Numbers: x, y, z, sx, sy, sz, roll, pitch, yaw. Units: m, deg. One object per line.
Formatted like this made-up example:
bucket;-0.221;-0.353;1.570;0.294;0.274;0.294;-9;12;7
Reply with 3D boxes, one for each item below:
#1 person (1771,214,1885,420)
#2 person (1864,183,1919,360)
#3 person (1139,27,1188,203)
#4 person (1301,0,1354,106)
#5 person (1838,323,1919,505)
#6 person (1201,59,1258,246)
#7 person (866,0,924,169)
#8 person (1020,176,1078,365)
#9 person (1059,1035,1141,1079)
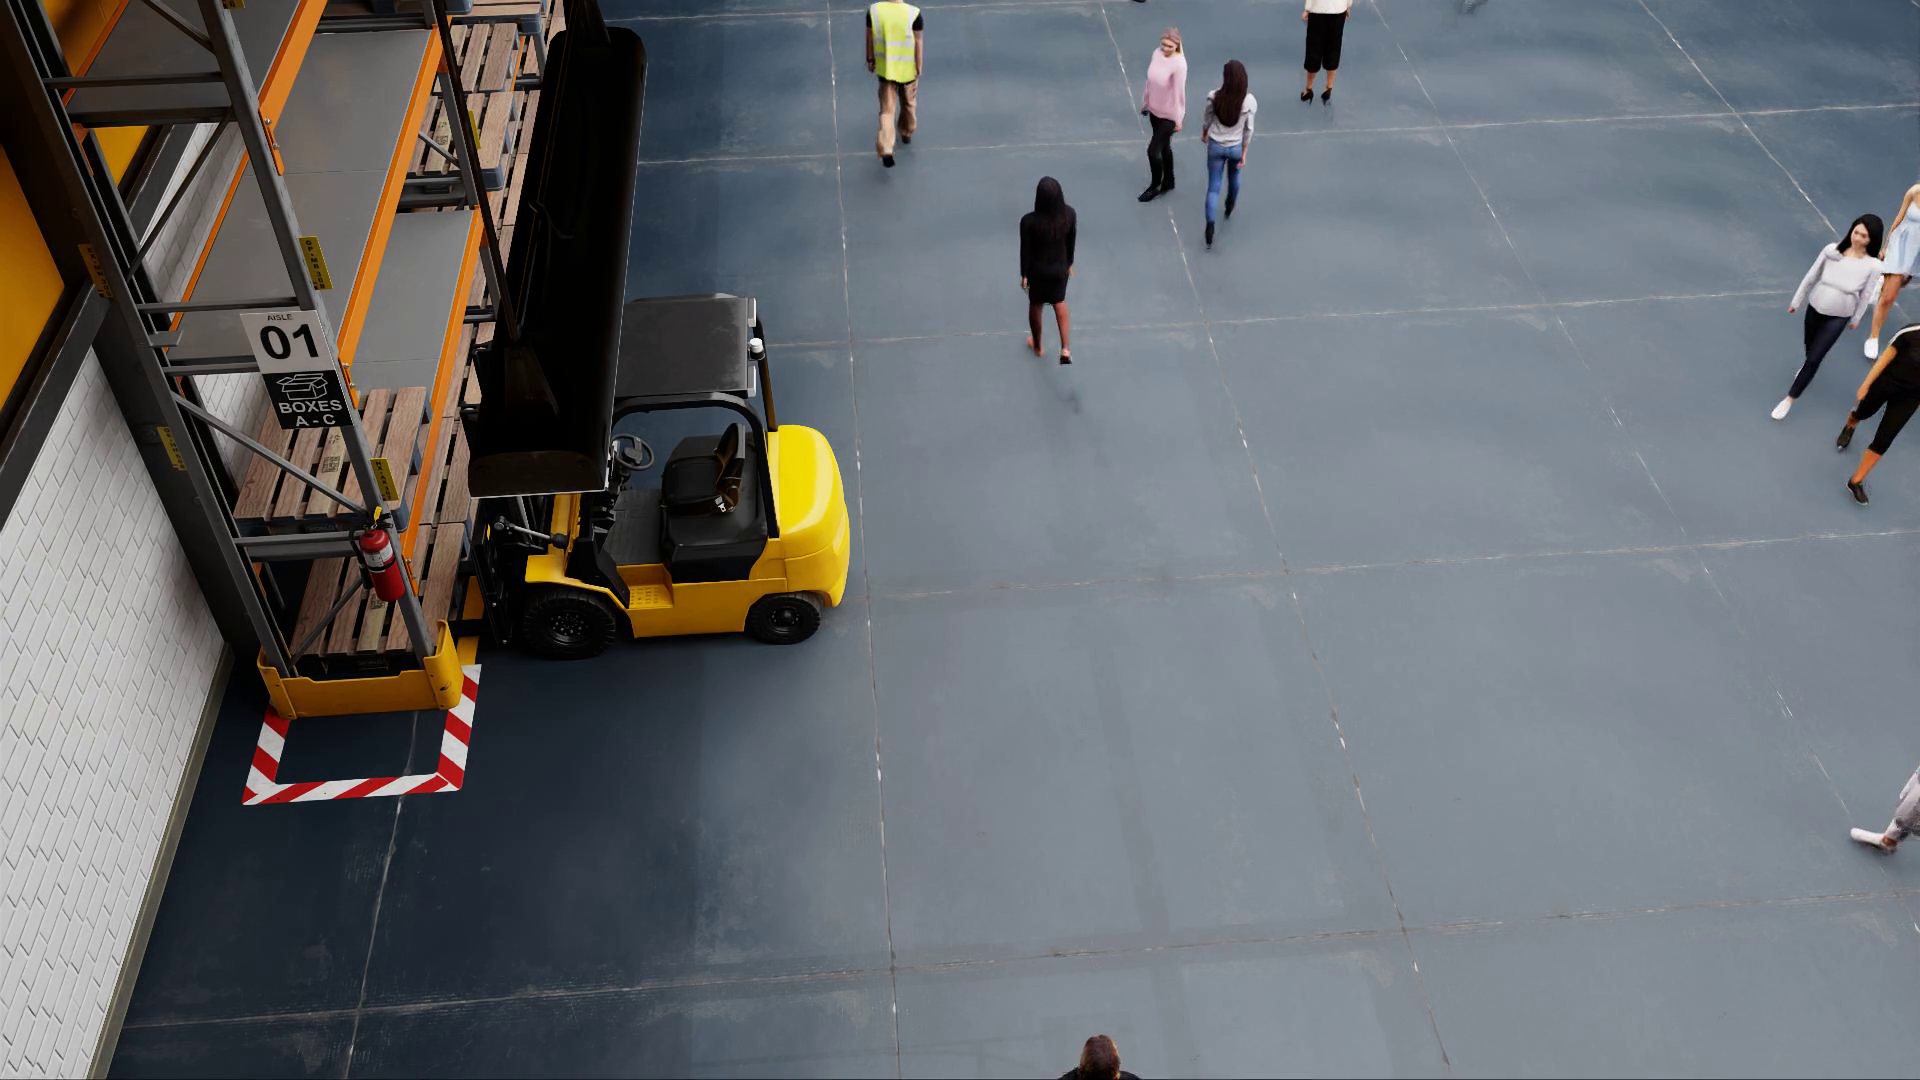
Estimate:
person;6.717;-1.790;12.800;1.137;1.661;1.129;-35;53;-31
person;7.627;-2.362;13.373;0.926;1.697;1.214;15;46;15
person;1.921;-3.874;14.986;0.807;1.662;0.734;-20;47;-20
person;3.566;-5.121;16.154;0.619;1.857;0.504;-3;44;-3
person;6.813;-1.140;12.149;0.907;1.618;1.207;13;45;13
person;2.299;-3.344;14.485;0.729;1.586;1.063;6;44;6
person;-0.588;-4.321;15.346;0.833;1.813;1.221;3;44;3
person;0.719;-2.065;13.054;0.731;1.707;0.953;-12;45;-12
person;0.619;2.916;7.862;0.647;1.658;0.813;-8;44;-8
